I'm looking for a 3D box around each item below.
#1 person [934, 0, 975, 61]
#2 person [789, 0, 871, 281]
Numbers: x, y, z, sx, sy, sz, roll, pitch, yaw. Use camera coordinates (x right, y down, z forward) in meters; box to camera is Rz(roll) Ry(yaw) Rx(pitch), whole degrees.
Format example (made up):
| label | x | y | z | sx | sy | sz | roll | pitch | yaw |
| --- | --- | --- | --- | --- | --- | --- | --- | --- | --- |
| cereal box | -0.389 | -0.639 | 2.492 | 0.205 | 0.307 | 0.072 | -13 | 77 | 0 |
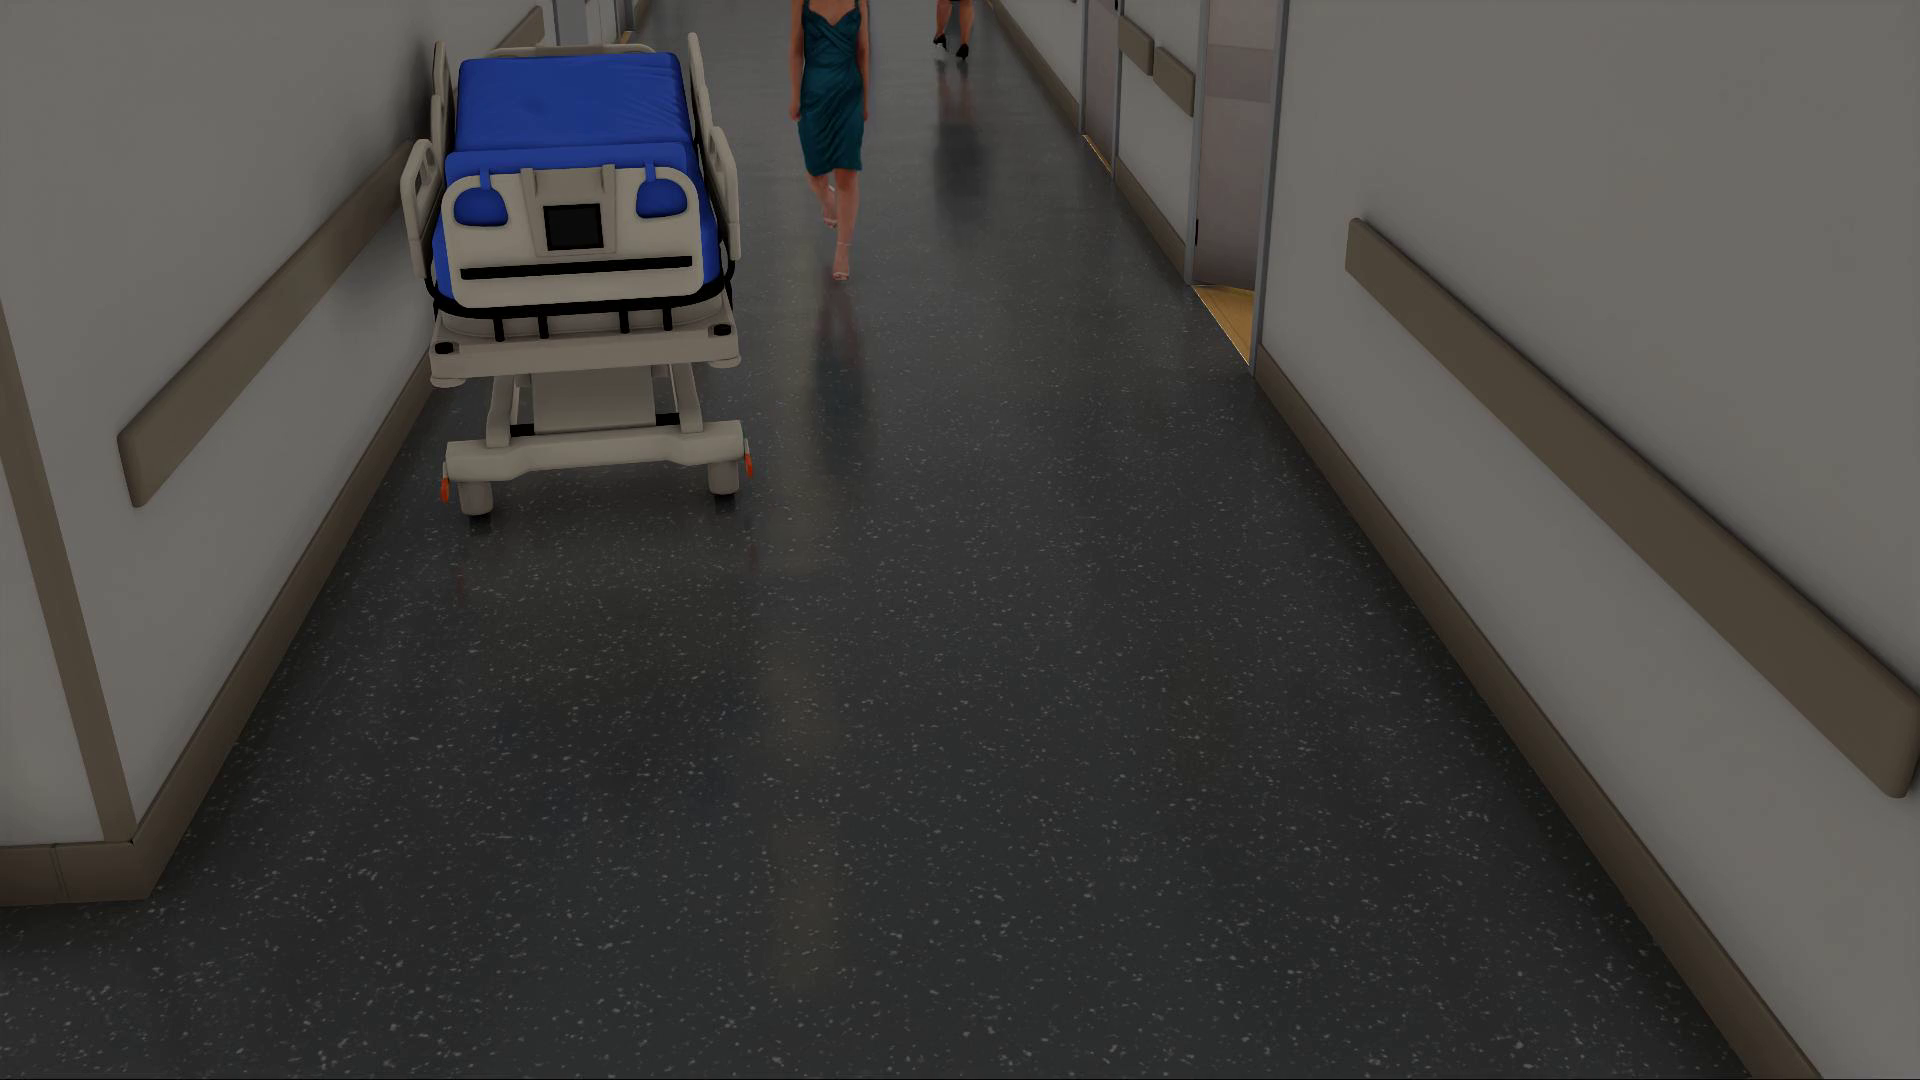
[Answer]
| label | x | y | z | sx | sy | sz | roll | pitch | yaw |
| --- | --- | --- | --- | --- | --- | --- | --- | --- | --- |
| person | 0.007 | -4.803 | 13.731 | 0.902 | 1.643 | 0.801 | -4 | 26 | -8 |
| person | -0.644 | -2.163 | 8.236 | 0.951 | 1.660 | 0.645 | -1 | 26 | -2 |
